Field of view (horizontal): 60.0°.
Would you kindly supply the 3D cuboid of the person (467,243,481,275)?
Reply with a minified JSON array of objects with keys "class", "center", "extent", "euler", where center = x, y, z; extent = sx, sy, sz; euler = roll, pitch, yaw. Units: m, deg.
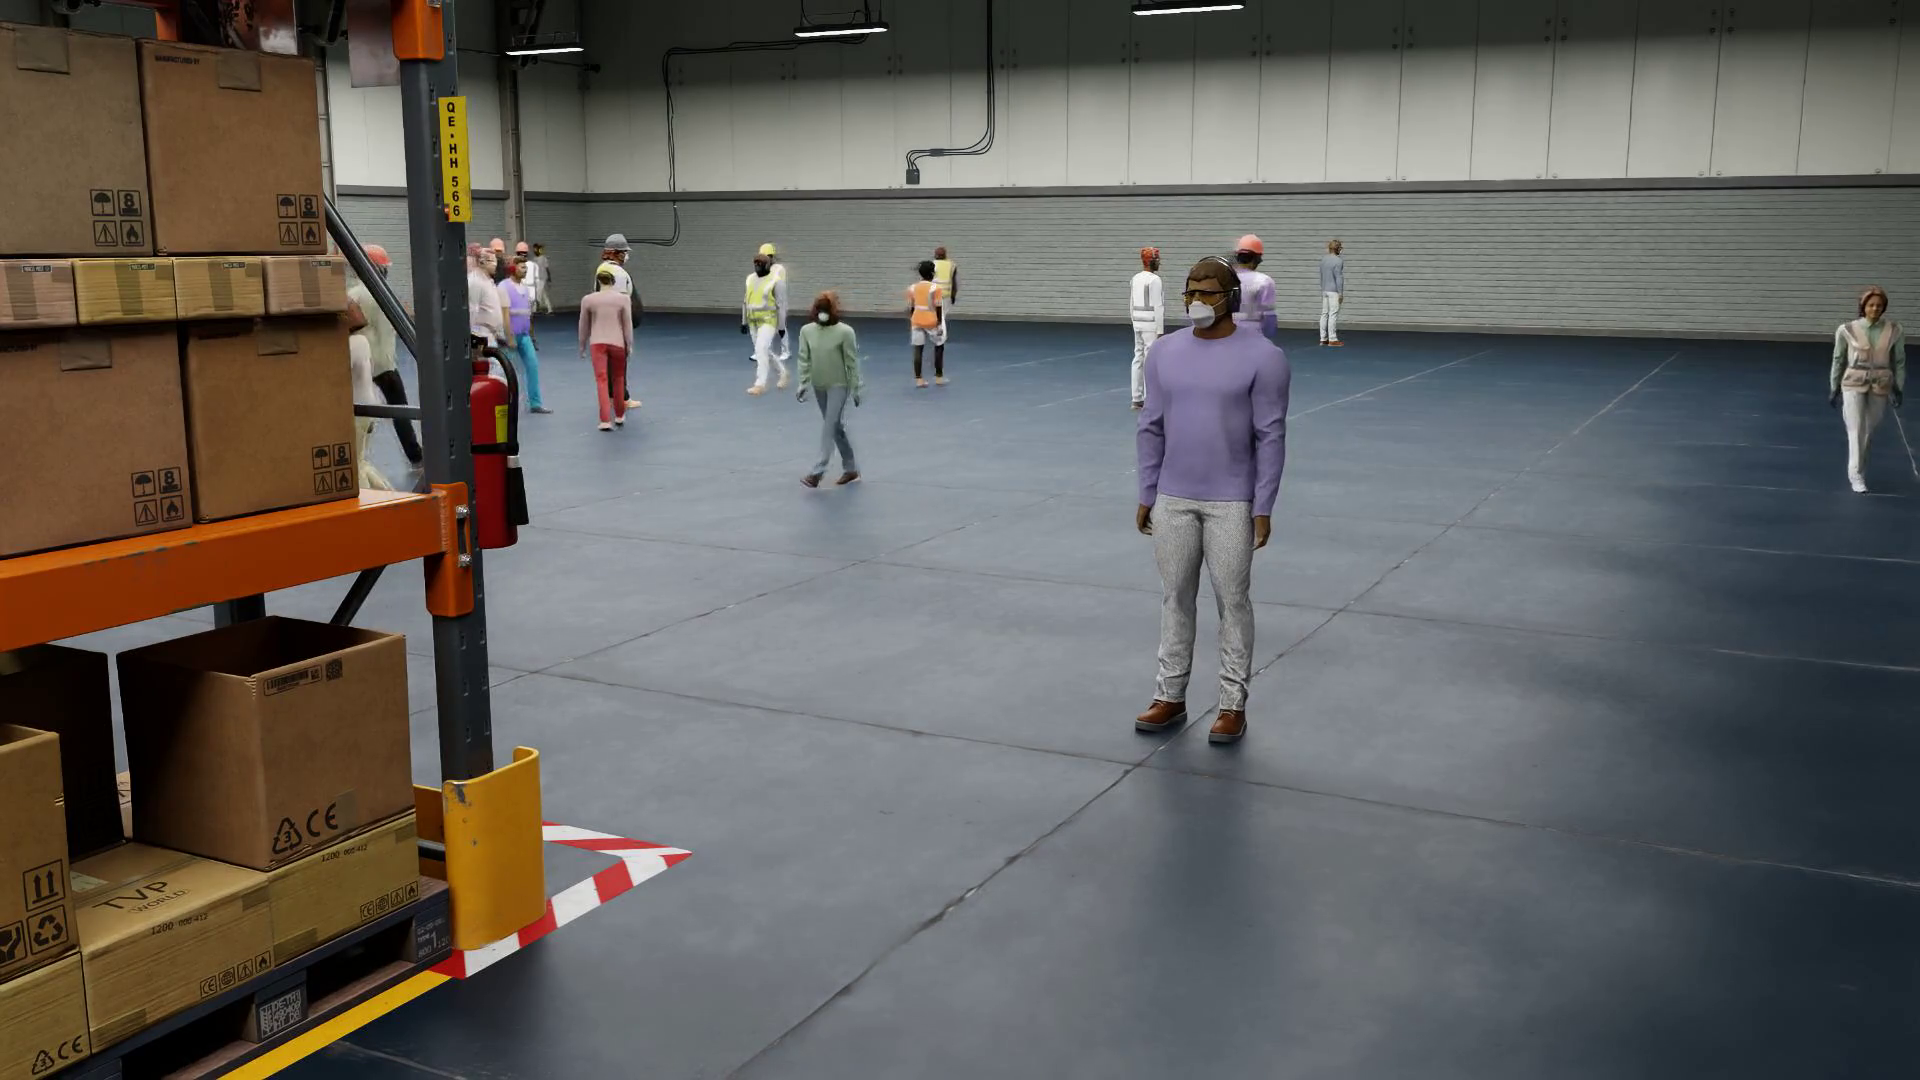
[{"class":"person","center":[-9.986,-5.192,34.324],"extent":[0.652,1.875,0.927],"euler":[-1,10,-6]}]

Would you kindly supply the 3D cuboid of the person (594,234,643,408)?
[{"class":"person","center":[-4.010,-2.582,19.621],"extent":[0.536,2.000,0.684],"euler":[-6,12,-30]}]

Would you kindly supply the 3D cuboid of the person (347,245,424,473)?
[{"class":"person","center":[-4.856,-1.476,13.874],"extent":[0.637,1.940,1.014],"euler":[6,12,29]}]

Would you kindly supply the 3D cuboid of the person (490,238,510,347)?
[{"class":"person","center":[-7.640,-4.003,27.540],"extent":[0.625,1.976,0.610],"euler":[-4,11,-22]}]

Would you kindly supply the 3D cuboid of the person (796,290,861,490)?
[{"class":"person","center":[-1.074,-1.192,13.274],"extent":[0.493,1.577,0.880],"euler":[6,12,30]}]

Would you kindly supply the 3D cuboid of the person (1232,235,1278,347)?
[{"class":"person","center":[2.758,-1.882,15.865],"extent":[0.614,2.009,0.882],"euler":[10,14,42]}]

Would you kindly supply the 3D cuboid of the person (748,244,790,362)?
[{"class":"person","center":[-3.053,-3.820,26.838],"extent":[0.601,1.880,0.989],"euler":[5,12,26]}]

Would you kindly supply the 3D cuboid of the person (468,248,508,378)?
[{"class":"person","center":[-5.061,-2.192,17.910],"extent":[0.648,1.881,0.668],"euler":[-1,10,-5]}]

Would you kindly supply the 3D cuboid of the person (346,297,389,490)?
[{"class":"person","center":[-4.059,-0.816,11.151],"extent":[0.373,1.622,0.506],"euler":[-1,10,-7]}]

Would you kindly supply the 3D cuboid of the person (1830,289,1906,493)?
[{"class":"person","center":[7.266,-1.214,13.346],"extent":[0.523,1.606,0.808],"euler":[3,11,14]}]

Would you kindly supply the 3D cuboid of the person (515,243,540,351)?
[{"class":"person","center":[-7.712,-4.286,29.332],"extent":[0.562,1.883,0.986],"euler":[-9,14,-41]}]

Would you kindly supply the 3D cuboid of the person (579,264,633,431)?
[{"class":"person","center":[-3.708,-2.022,17.427],"extent":[0.550,1.708,0.874],"euler":[-2,11,-13]}]

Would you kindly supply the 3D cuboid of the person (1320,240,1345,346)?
[{"class":"person","center":[6.821,-4.517,30.453],"extent":[0.364,1.939,0.636],"euler":[-4,11,-21]}]

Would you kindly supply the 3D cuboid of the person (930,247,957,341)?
[{"class":"person","center":[-0.391,-4.699,31.857],"extent":[0.637,1.797,0.957],"euler":[-4,11,-23]}]

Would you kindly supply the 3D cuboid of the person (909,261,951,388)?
[{"class":"person","center":[-0.382,-2.873,22.180],"extent":[0.553,1.671,0.683],"euler":[6,12,32]}]

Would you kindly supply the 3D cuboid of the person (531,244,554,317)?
[{"class":"person","center":[-10.491,-6.463,41.423],"extent":[0.489,1.811,1.036],"euler":[7,13,34]}]

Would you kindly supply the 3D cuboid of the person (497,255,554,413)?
[{"class":"person","center":[-5.137,-2.326,18.906],"extent":[0.882,1.808,0.592],"euler":[4,11,19]}]

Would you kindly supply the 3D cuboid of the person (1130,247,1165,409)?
[{"class":"person","center":[2.182,-2.433,19.246],"extent":[0.356,1.883,0.574],"euler":[-5,12,-27]}]

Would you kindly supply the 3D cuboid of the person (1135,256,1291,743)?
[{"class":"person","center":[0.992,-0.159,6.691],"extent":[0.632,1.940,0.372],"euler":[6,12,30]}]

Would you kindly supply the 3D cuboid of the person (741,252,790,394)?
[{"class":"person","center":[-2.494,-2.820,21.559],"extent":[0.623,1.814,0.829],"euler":[9,14,39]}]
